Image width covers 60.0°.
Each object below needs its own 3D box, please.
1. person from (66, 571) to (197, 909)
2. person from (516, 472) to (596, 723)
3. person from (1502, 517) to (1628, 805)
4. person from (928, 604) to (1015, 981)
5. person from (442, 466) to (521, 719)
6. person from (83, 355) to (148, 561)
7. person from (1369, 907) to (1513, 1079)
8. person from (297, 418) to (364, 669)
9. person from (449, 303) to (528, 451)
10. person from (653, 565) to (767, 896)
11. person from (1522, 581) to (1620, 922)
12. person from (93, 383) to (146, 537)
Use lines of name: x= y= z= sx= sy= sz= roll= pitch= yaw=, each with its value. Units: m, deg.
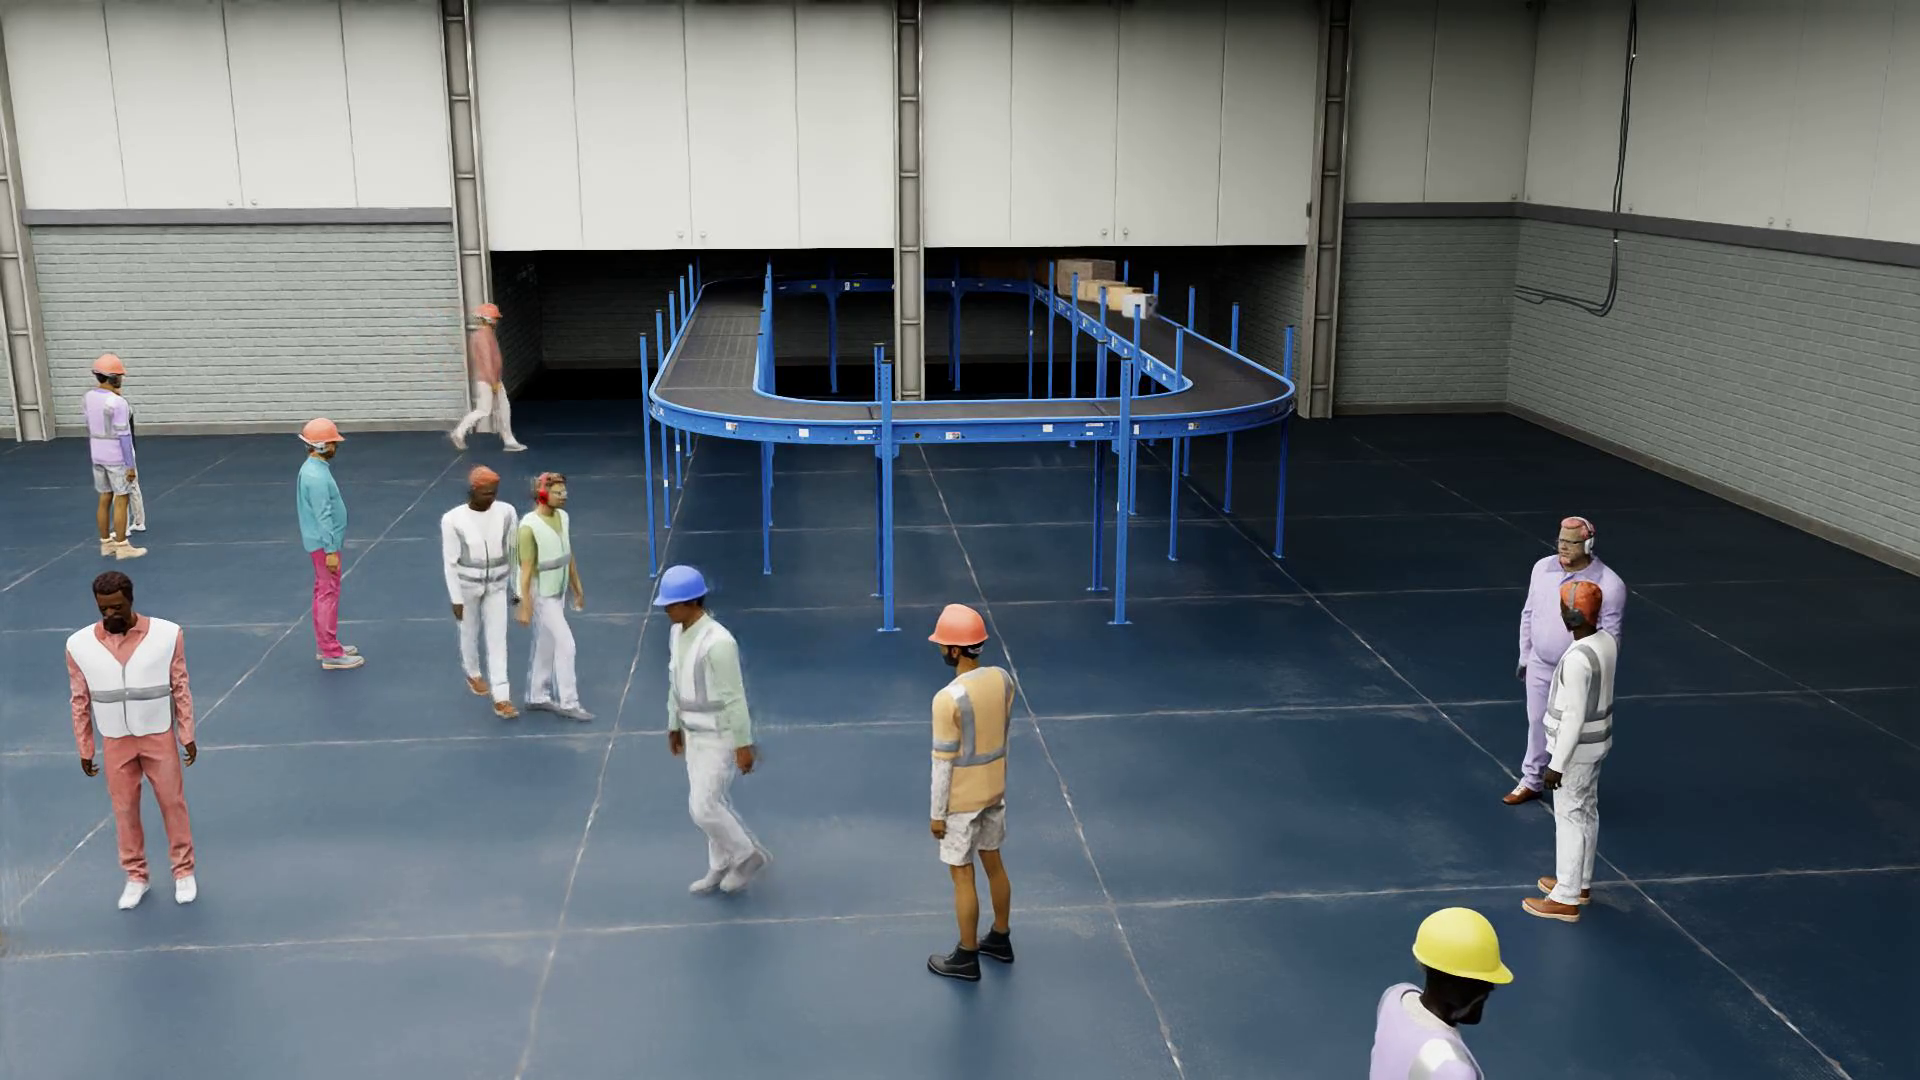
person: x=-4.515 y=1.080 z=9.116 sx=0.597 sy=1.908 sz=0.407 roll=-5 pitch=15 yaw=-19
person: x=-2.862 y=0.413 z=11.964 sx=0.748 sy=1.815 sz=0.584 roll=3 pitch=14 yaw=12
person: x=3.722 y=0.786 z=10.278 sx=0.405 sy=1.911 sz=0.636 roll=-12 pitch=18 yaw=-39
person: x=0.029 y=1.257 z=8.359 sx=0.391 sy=1.930 sz=0.545 roll=12 pitch=18 yaw=39
person: x=-3.495 y=0.344 z=12.219 sx=0.579 sy=1.827 sz=0.992 roll=-8 pitch=16 yaw=-30
person: x=-8.343 y=-0.814 z=16.449 sx=0.602 sy=2.033 sz=0.433 roll=8 pitch=16 yaw=29
person: x=1.459 y=2.044 z=5.214 sx=0.383 sy=1.924 sz=0.589 roll=-1 pitch=14 yaw=-5
person: x=-5.001 y=0.022 z=13.162 sx=0.394 sy=1.991 sz=0.625 roll=-7 pitch=16 yaw=-26
person: x=-6.222 y=-2.110 z=21.756 sx=0.910 sy=1.965 sz=0.617 roll=-1 pitch=14 yaw=-2
person: x=-1.409 y=1.064 z=9.124 sx=0.468 sy=1.924 sz=0.655 roll=-9 pitch=17 yaw=-33
person: x=3.310 y=1.128 z=8.962 sx=0.355 sy=1.884 sz=0.573 roll=10 pitch=17 yaw=36
person: x=-8.786 y=-0.843 z=17.340 sx=0.313 sy=1.639 sz=0.523 roll=4 pitch=14 yaw=14
